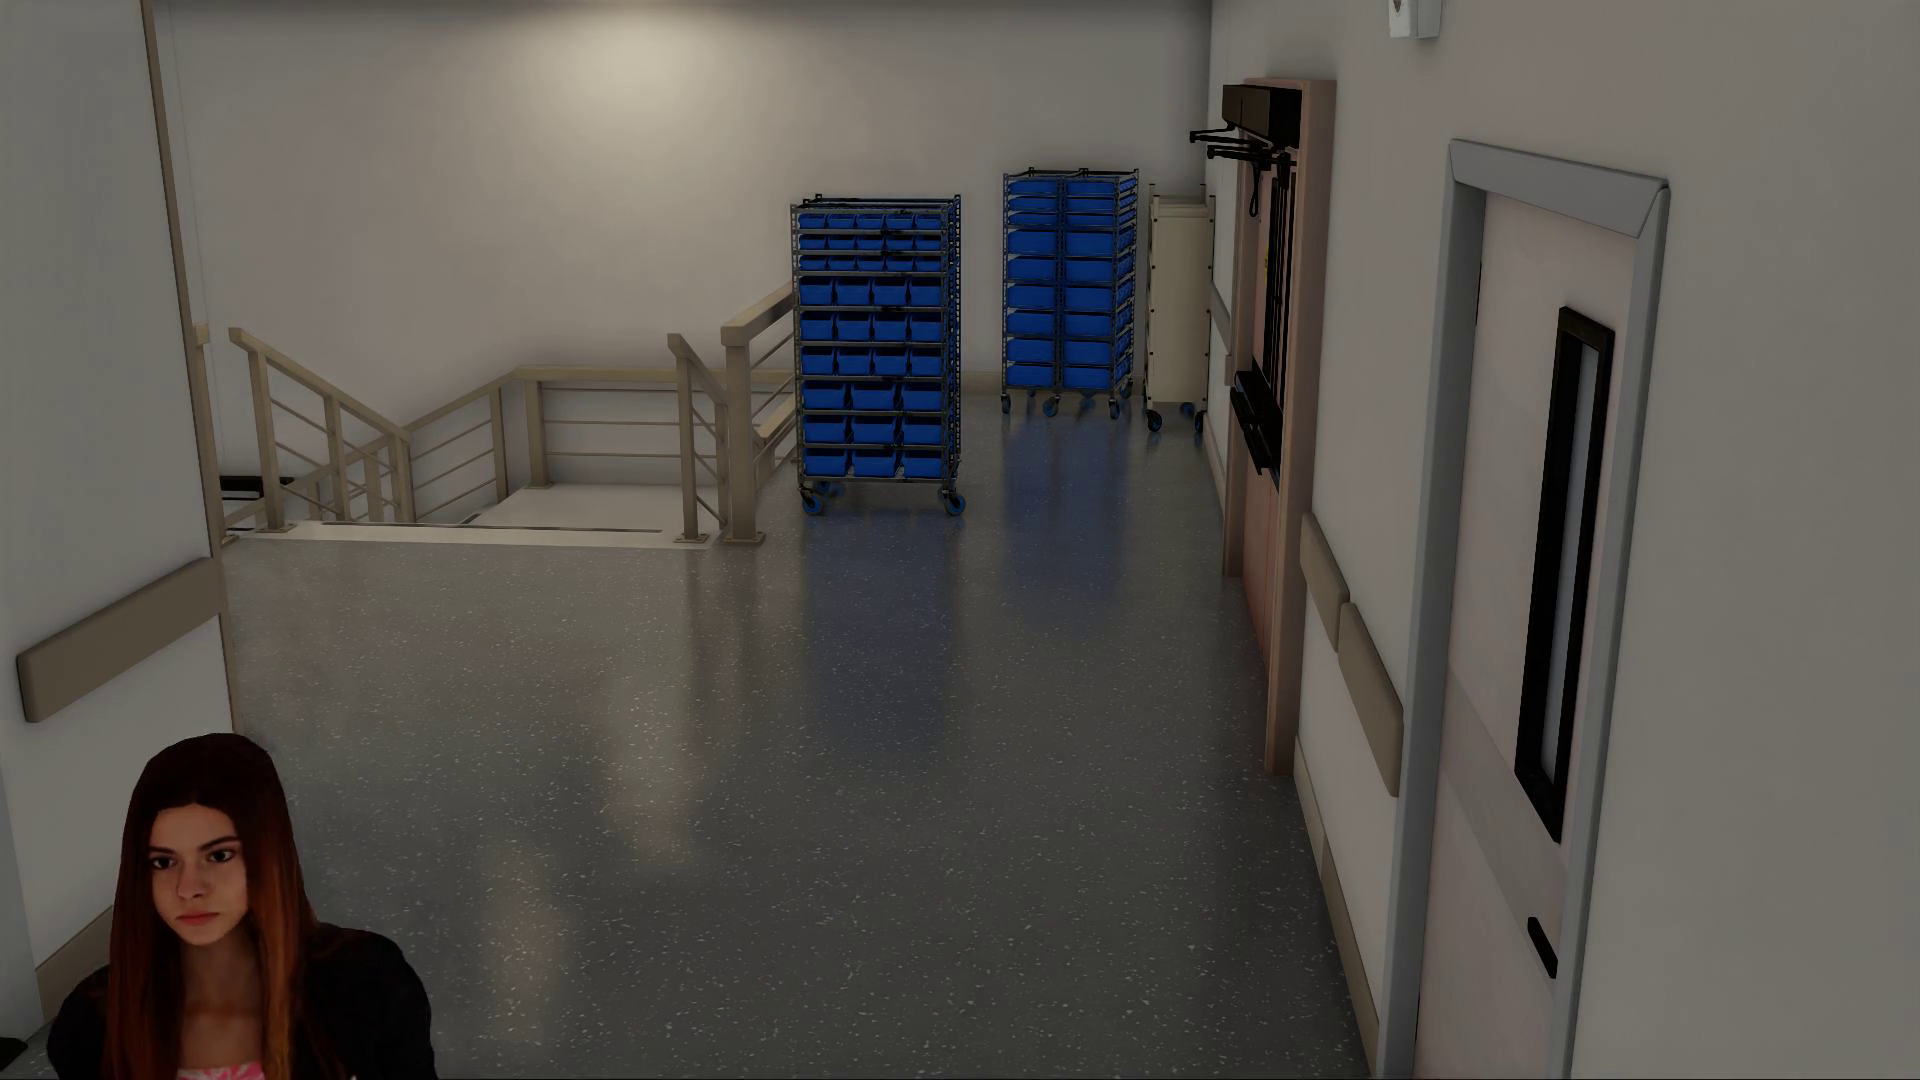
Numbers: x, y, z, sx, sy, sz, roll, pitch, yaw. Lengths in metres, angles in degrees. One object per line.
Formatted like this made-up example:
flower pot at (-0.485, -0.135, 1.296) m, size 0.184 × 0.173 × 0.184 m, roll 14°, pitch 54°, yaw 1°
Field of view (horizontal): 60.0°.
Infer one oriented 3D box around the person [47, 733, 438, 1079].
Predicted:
person at (-0.880, 1.036, 2.242) m, size 0.884 × 1.666 × 1.200 m, roll -4°, pitch 16°, yaw -14°
